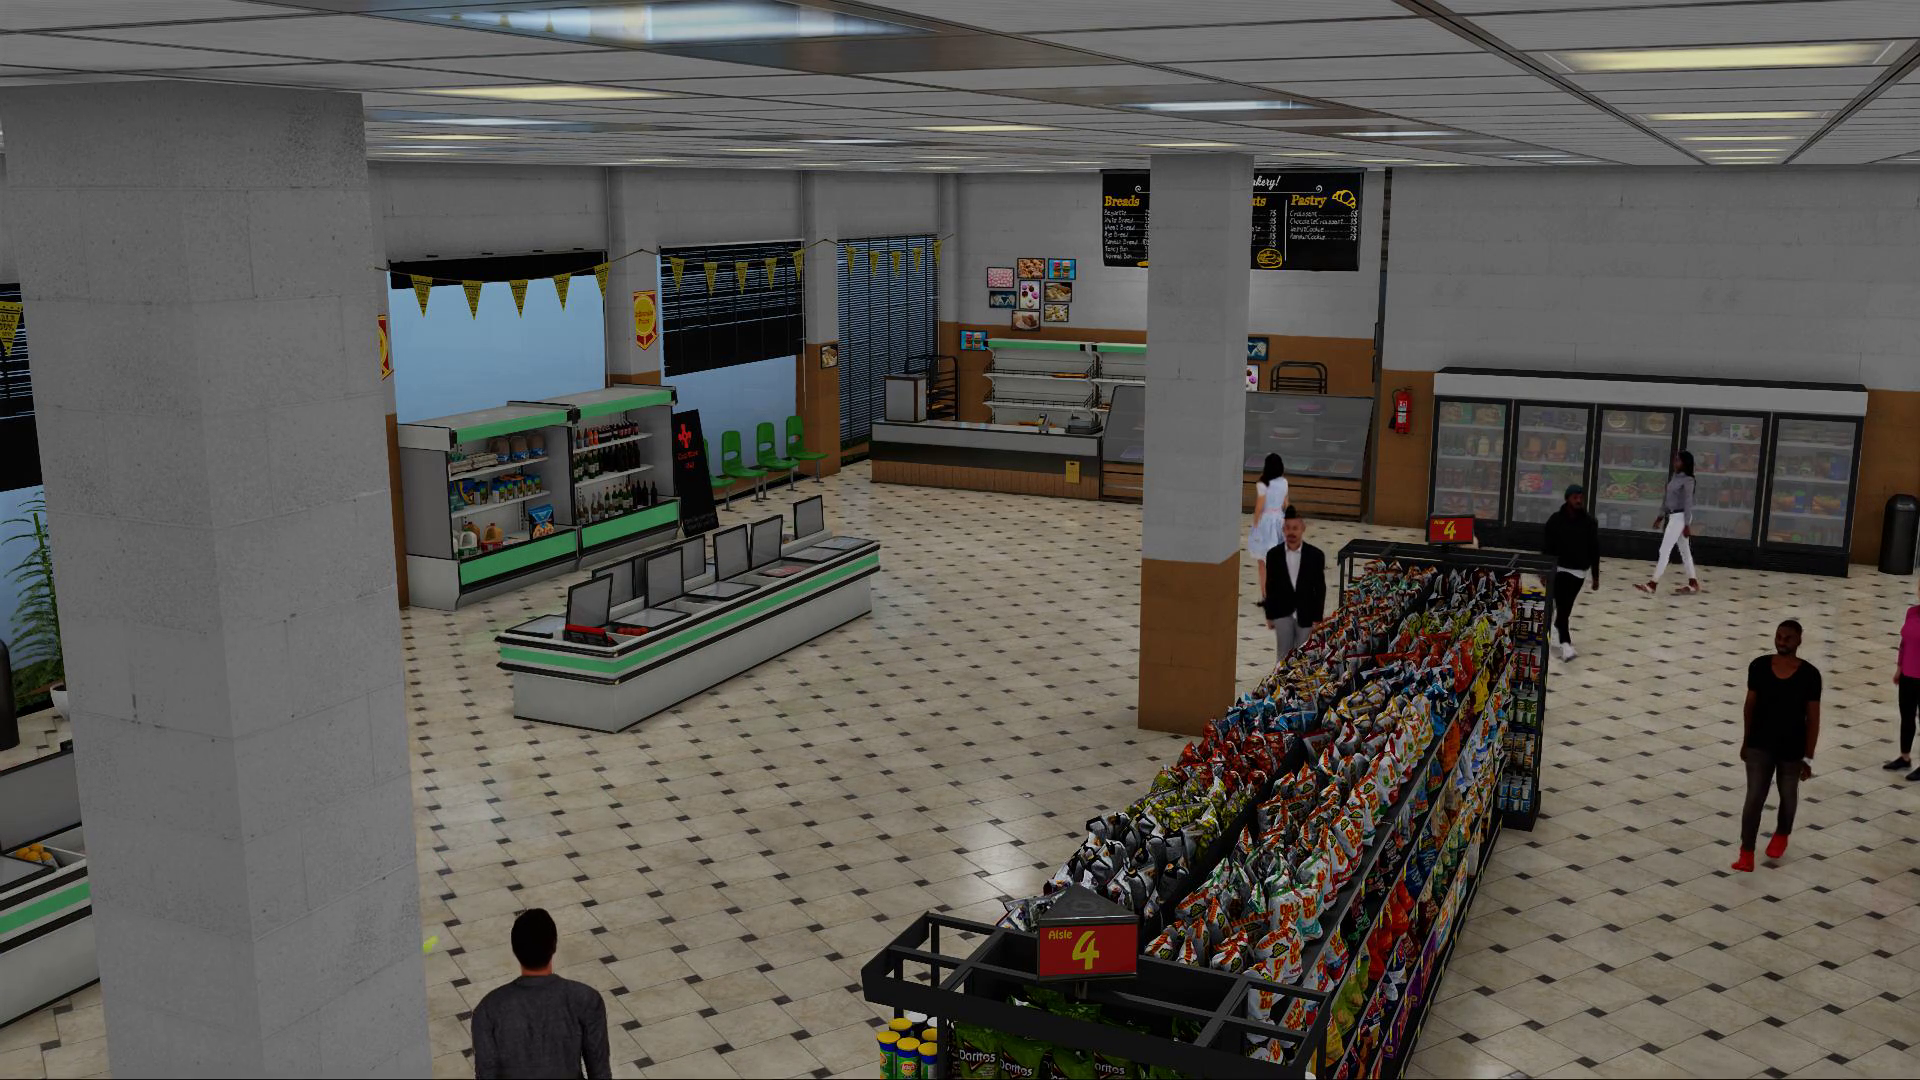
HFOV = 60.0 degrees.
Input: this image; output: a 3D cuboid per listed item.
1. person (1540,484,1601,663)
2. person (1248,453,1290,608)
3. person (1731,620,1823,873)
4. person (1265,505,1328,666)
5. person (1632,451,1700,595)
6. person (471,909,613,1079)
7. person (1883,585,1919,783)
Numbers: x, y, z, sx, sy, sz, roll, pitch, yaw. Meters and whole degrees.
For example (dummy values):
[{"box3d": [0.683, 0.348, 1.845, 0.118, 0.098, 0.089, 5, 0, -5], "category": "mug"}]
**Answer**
[{"box3d": [6.163, 0.324, 16.928, 1.047, 1.764, 1.337, 0, 12, 0], "category": "person"}, {"box3d": [3.541, -0.054, 18.636, 1.044, 1.798, 1.098, -5, 13, -21], "category": "person"}, {"box3d": [5.763, 1.439, 11.646, 0.878, 1.758, 1.227, 10, 15, 39], "category": "person"}, {"box3d": [3.051, 0.648, 15.068, 0.889, 1.896, 1.336, 3, 12, 14], "category": "person"}, {"box3d": [8.521, -0.184, 19.521, 0.905, 1.689, 1.065, 1, 12, 4], "category": "person"}, {"box3d": [-1.660, 2.440, 6.709, 1.162, 1.832, 1.298, -2, 12, -11], "category": "person"}, {"box3d": [7.778, 1.093, 13.432, 0.736, 1.699, 0.660, -3, 12, -13], "category": "person"}]
